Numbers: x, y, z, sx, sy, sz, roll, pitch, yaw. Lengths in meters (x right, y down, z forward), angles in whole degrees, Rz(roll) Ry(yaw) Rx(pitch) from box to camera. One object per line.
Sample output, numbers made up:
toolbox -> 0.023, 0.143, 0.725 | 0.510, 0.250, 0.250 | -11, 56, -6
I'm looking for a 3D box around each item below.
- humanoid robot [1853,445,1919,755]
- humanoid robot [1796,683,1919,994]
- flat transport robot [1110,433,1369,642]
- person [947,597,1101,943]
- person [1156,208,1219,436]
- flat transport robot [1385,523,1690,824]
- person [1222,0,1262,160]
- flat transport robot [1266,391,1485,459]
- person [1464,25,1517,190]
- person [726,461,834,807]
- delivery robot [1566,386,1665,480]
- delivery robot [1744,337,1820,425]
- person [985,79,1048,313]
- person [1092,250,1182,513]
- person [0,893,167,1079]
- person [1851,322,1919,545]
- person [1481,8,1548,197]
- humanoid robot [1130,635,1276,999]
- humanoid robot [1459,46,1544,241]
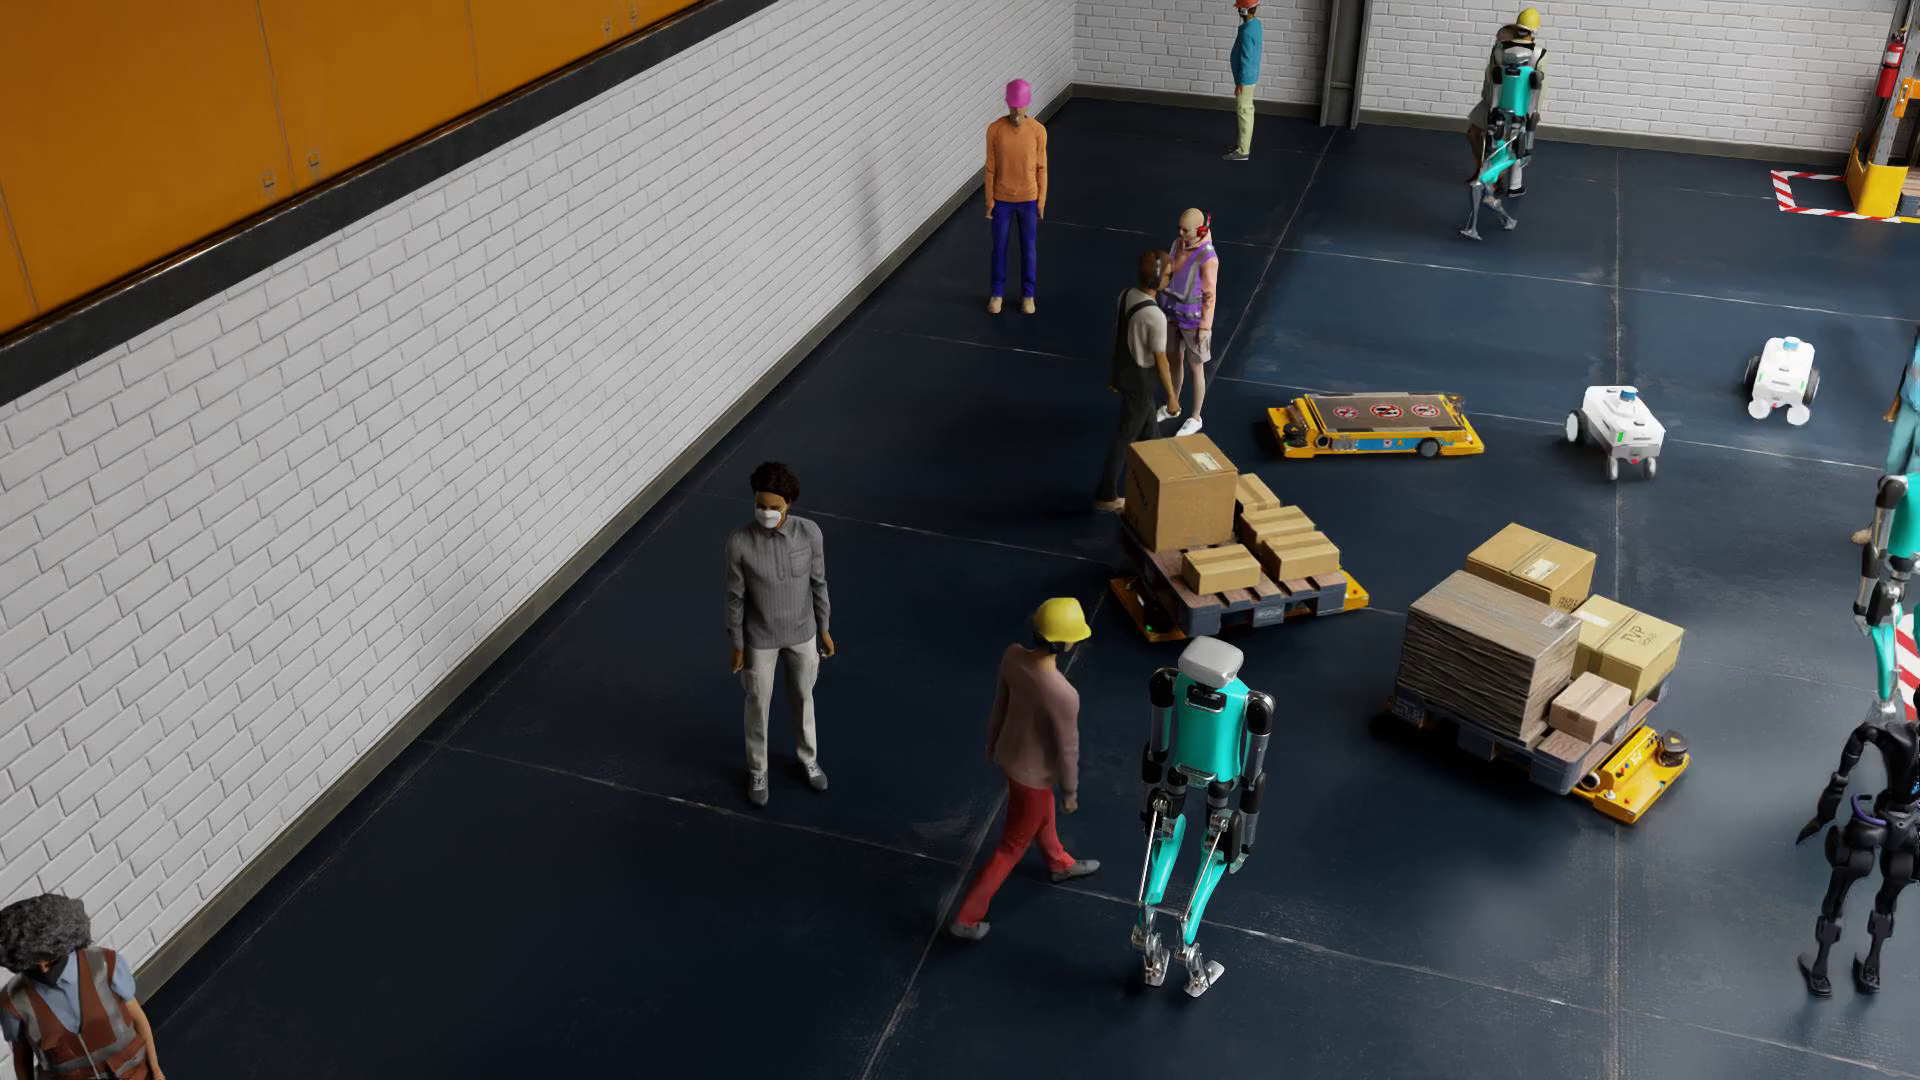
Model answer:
humanoid robot -> 4.870, 0.456, 8.441 | 0.532, 1.797, 0.831 | 2, 30, 3
humanoid robot -> 3.938, 1.248, 7.109 | 0.588, 1.655, 0.366 | 8, 31, 13
flat transport robot -> 1.700, 0.280, 10.149 | 1.431, 0.231, 0.659 | -9, 32, -14
person -> 0.274, 1.016, 7.467 | 0.895, 1.712, 0.563 | -16, 34, -25
person -> 1.621, -1.558, 11.872 | 0.347, 1.691, 0.481 | -19, 36, -29
flat transport robot -> 3.085, 0.995, 8.933 | 1.431, 0.231, 0.659 | 26, 39, 37
person -> 2.970, -4.879, 17.462 | 0.336, 1.748, 0.562 | 9, 32, 15
flat transport robot -> 2.996, -0.830, 12.037 | 1.431, 0.231, 0.659 | -1, 30, -2
person -> 5.328, -4.293, 16.560 | 0.454, 1.637, 0.552 | -6, 31, -11
person -> -0.897, 0.447, 8.257 | 0.530, 1.899, 0.397 | -10, 32, -16
delivery robot -> 4.645, -0.801, 11.722 | 0.499, 0.611, 0.792 | -1, 30, -1
delivery robot -> 6.167, -1.231, 12.453 | 0.509, 0.611, 0.782 | 15, 34, 24
person -> 0.459, -2.836, 13.767 | 0.520, 1.978, 0.406 | 2, 30, 3
person -> 1.270, -1.030, 10.867 | 0.904, 1.801, 0.530 | -10, 32, -16
person -> -3.103, 1.927, 5.952 | 0.447, 1.681, 0.343 | -18, 35, -28
person -> 6.095, -0.794, 10.408 | 0.497, 1.853, 0.524 | -9, 32, -14
person -> 5.476, -4.312, 16.417 | 0.587, 1.834, 0.403 | 21, 36, 32
humanoid robot -> 0.920, 1.256, 6.909 | 0.533, 1.677, 0.735 | 15, 34, 24
humanoid robot -> 4.914, -3.620, 15.378 | 1.007, 1.763, 0.595 | -19, 35, -28
